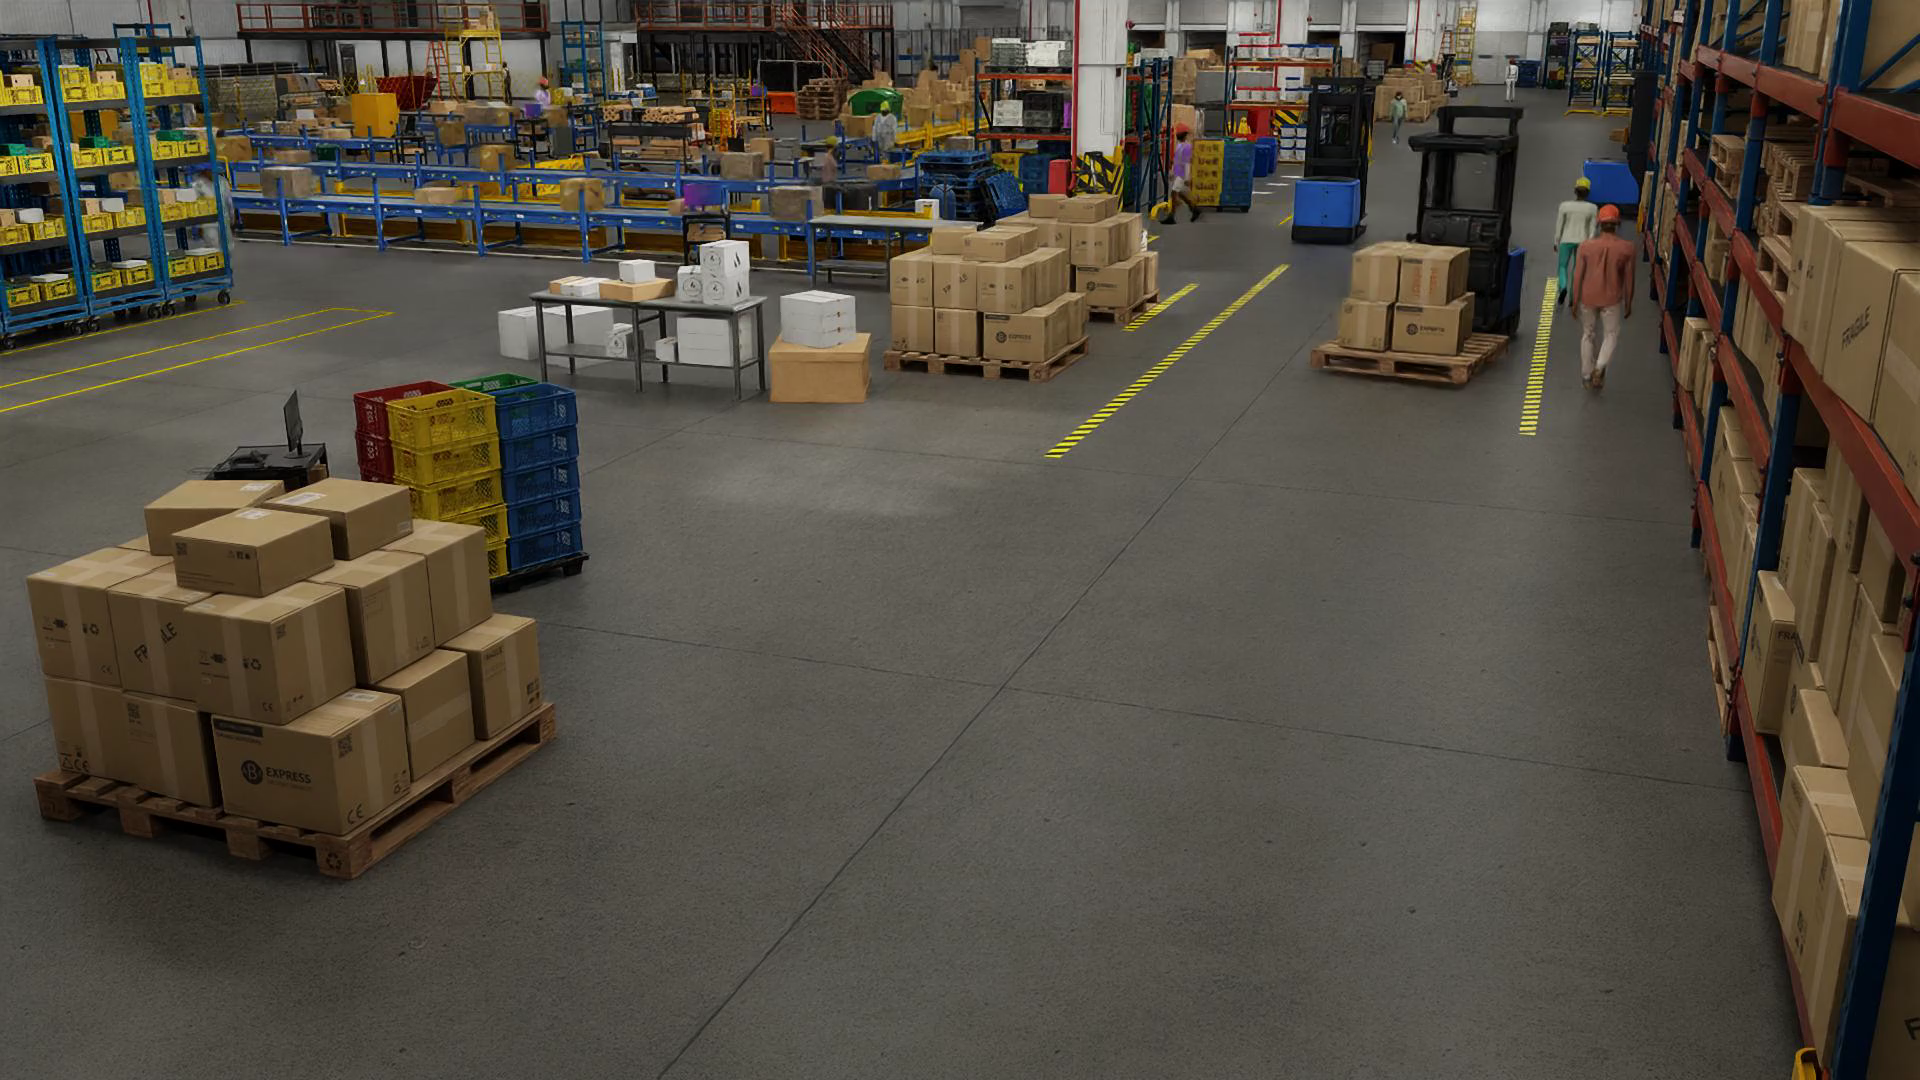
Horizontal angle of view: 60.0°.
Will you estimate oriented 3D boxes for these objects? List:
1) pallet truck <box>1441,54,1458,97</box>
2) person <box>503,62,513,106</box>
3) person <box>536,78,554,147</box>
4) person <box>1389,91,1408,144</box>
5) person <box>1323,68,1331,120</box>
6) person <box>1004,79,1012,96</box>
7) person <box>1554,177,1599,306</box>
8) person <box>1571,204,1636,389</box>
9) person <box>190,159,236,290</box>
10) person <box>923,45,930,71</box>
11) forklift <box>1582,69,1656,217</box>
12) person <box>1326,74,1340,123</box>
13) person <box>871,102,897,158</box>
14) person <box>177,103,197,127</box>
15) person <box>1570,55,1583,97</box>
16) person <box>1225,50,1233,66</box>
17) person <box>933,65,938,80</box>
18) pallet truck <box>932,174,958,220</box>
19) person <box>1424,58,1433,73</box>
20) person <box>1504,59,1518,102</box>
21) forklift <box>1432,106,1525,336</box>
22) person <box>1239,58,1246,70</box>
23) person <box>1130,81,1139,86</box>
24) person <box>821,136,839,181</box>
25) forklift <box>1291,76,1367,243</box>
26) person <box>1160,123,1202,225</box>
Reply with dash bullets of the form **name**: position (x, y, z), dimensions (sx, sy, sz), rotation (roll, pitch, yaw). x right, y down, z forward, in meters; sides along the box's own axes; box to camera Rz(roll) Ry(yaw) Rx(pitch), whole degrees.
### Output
- **pallet truck**: position (22.765, -21.886, 78.355), dimensions (0.823, 1.965, 1.885), rotation (-4, 18, -14)
- **person**: position (-19.421, -19.526, 71.188), dimensions (0.345, 1.846, 0.506), rotation (10, 20, 28)
- **person**: position (-12.423, -12.766, 49.662), dimensions (0.558, 2.029, 0.617), rotation (9, 20, 25)
- **person**: position (13.406, -12.952, 50.950), dimensions (0.517, 1.586, 0.833), rotation (-2, 18, -7)
- **person**: position (13.719, -16.685, 62.224), dimensions (0.318, 1.868, 0.531), rotation (-8, 19, -23)
- **person**: position (1.701, -15.811, 59.364), dimensions (0.360, 1.939, 0.543), rotation (6, 19, 19)
- **person**: position (8.426, -4.071, 22.769), dimensions (0.538, 1.753, 0.446), rotation (6, 19, 18)
- **person**: position (6.797, -2.555, 17.638), dimensions (0.634, 1.978, 0.670), rotation (8, 19, 23)
- **person**: position (-10.850, -4.604, 24.168), dimensions (0.543, 1.930, 0.610), rotation (14, 22, 37)
- **person**: position (-2.065, -28.785, 100.137), dimensions (0.602, 1.932, 0.626), rotation (7, 19, 20)
- **forklift**: position (13.219, -7.740, 32.475), dimensions (1.873, 2.768, 1.129), rotation (6, 19, 18)
- **person**: position (12.490, -14.514, 55.345), dimensions (0.965, 1.893, 0.569), rotation (11, 21, 30)
- **person**: position (-1.874, -9.840, 40.851), dimensions (0.590, 1.781, 0.929), rotation (8, 19, 23)
- **person**: position (-21.908, -11.895, 47.141), dimensions (0.656, 1.886, 0.670), rotation (12, 21, 33)
- **person**: position (28.933, -21.725, 77.982), dimensions (0.586, 1.917, 0.381), rotation (9, 20, 27)
- **person**: position (14.712, -25.884, 90.943), dimensions (0.408, 1.987, 0.621), rotation (4, 18, 12)
- **person**: position (-1.040, -17.600, 65.045), dimensions (0.689, 1.901, 0.605), rotation (7, 19, 22)
- **pallet truck**: position (-0.507, -5.292, 27.348), dimensions (0.653, 1.274, 1.630), rotation (6, 19, 19)
- **person**: position (20.767, -20.495, 74.151), dimensions (0.782, 1.896, 0.640), rotation (6, 19, 18)
- **person**: position (24.582, -20.501, 74.188), dimensions (0.581, 1.882, 0.339), rotation (-2, 18, -6)
- **forklift**: position (6.193, -3.838, 20.214), dimensions (1.129, 2.768, 1.873), rotation (10, 20, 29)
- **person**: position (13.056, -21.512, 77.456), dimensions (0.525, 1.824, 0.523), rotation (2, 18, 5)
- **person**: position (9.278, -24.923, 88.094), dimensions (0.552, 1.893, 1.007), rotation (-5, 18, -16)
- **person**: position (-2.347, -6.471, 30.324), dimensions (0.368, 1.755, 0.538), rotation (2, 18, 7)
- **forklift**: position (6.598, -6.755, 29.381), dimensions (1.129, 2.768, 1.873), rotation (6, 19, 19)
- **person**: position (4.238, -6.967, 31.628), dimensions (0.803, 1.906, 0.558), rotation (-3, 18, -9)
